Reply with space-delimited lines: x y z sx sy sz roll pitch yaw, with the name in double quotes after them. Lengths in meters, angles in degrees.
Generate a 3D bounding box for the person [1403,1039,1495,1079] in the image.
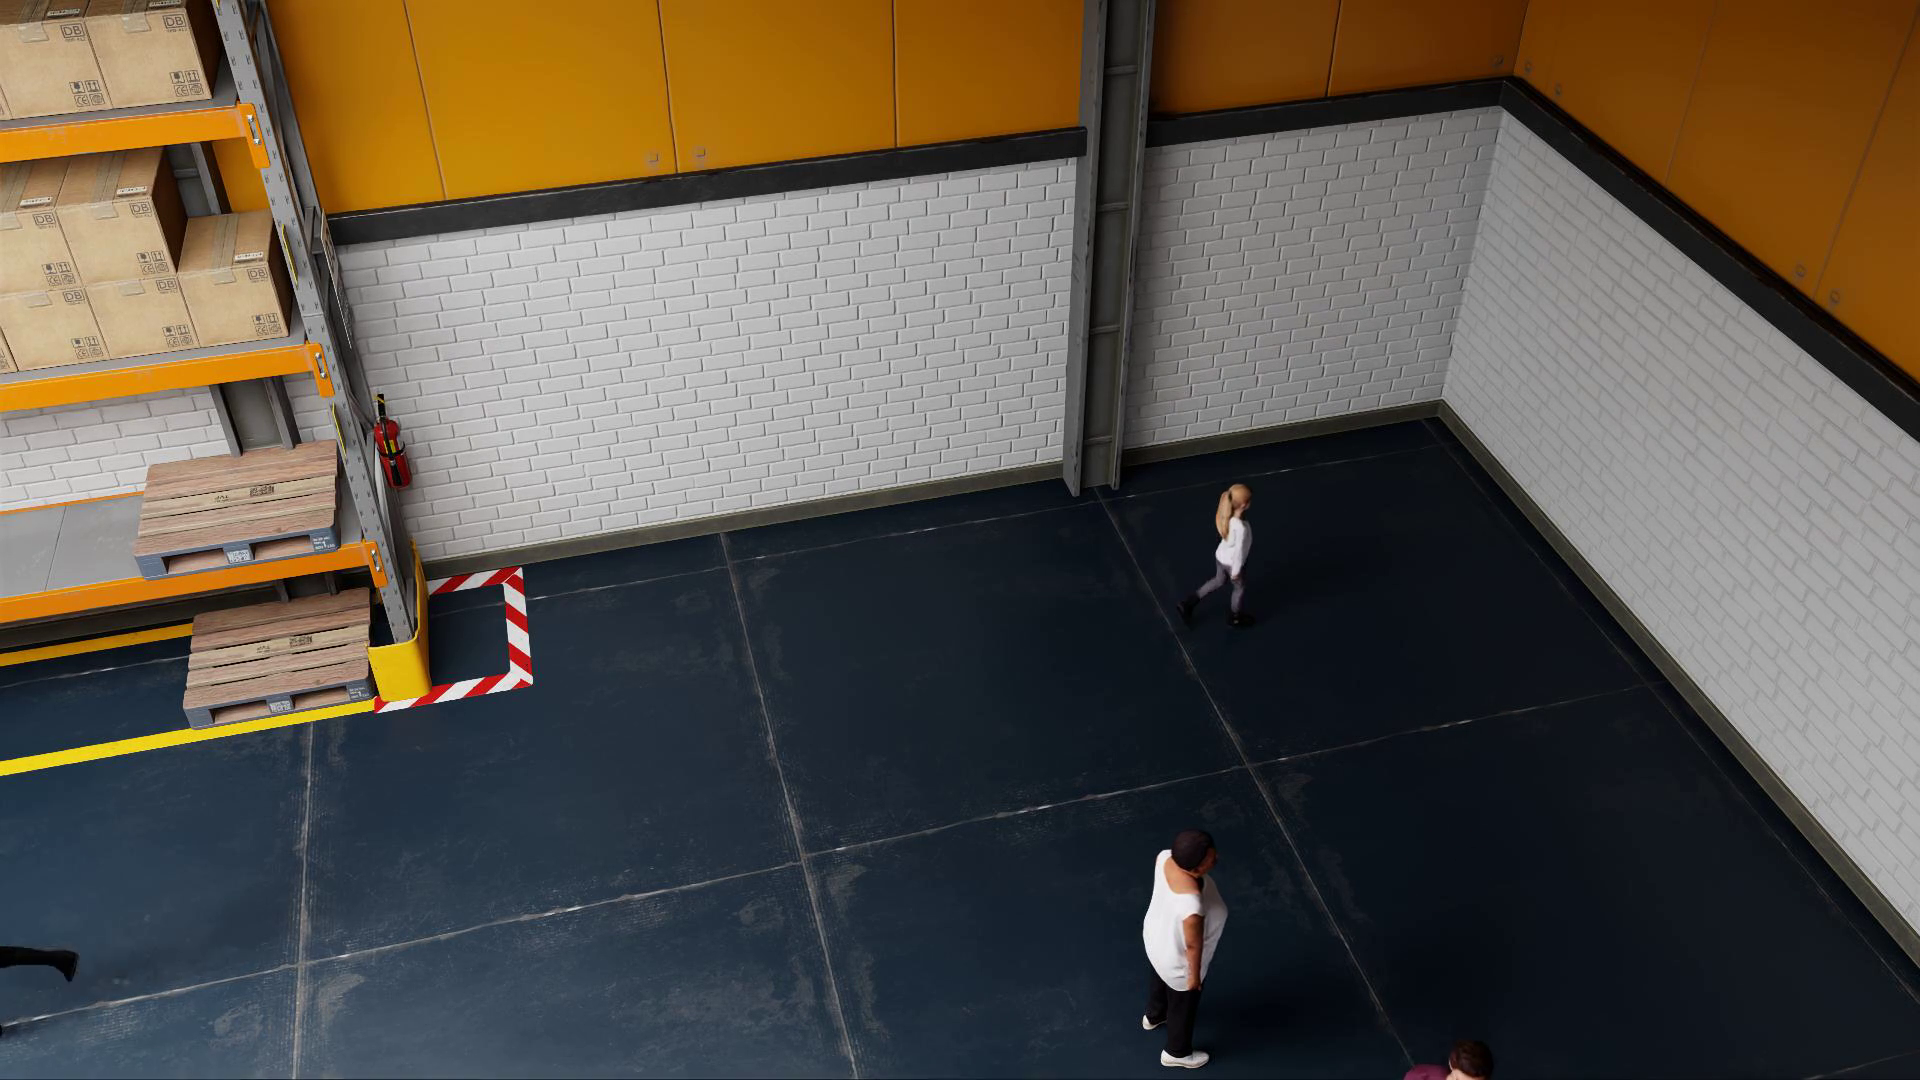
2.251 2.866 7.814 0.820 1.840 0.879 8 39 10 "person"

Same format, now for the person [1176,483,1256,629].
1.842 0.148 11.682 0.807 1.260 0.489 -10 40 -12 "person"

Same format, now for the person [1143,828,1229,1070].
1.183 2.142 8.843 0.603 1.687 0.648 -8 39 -10 "person"
